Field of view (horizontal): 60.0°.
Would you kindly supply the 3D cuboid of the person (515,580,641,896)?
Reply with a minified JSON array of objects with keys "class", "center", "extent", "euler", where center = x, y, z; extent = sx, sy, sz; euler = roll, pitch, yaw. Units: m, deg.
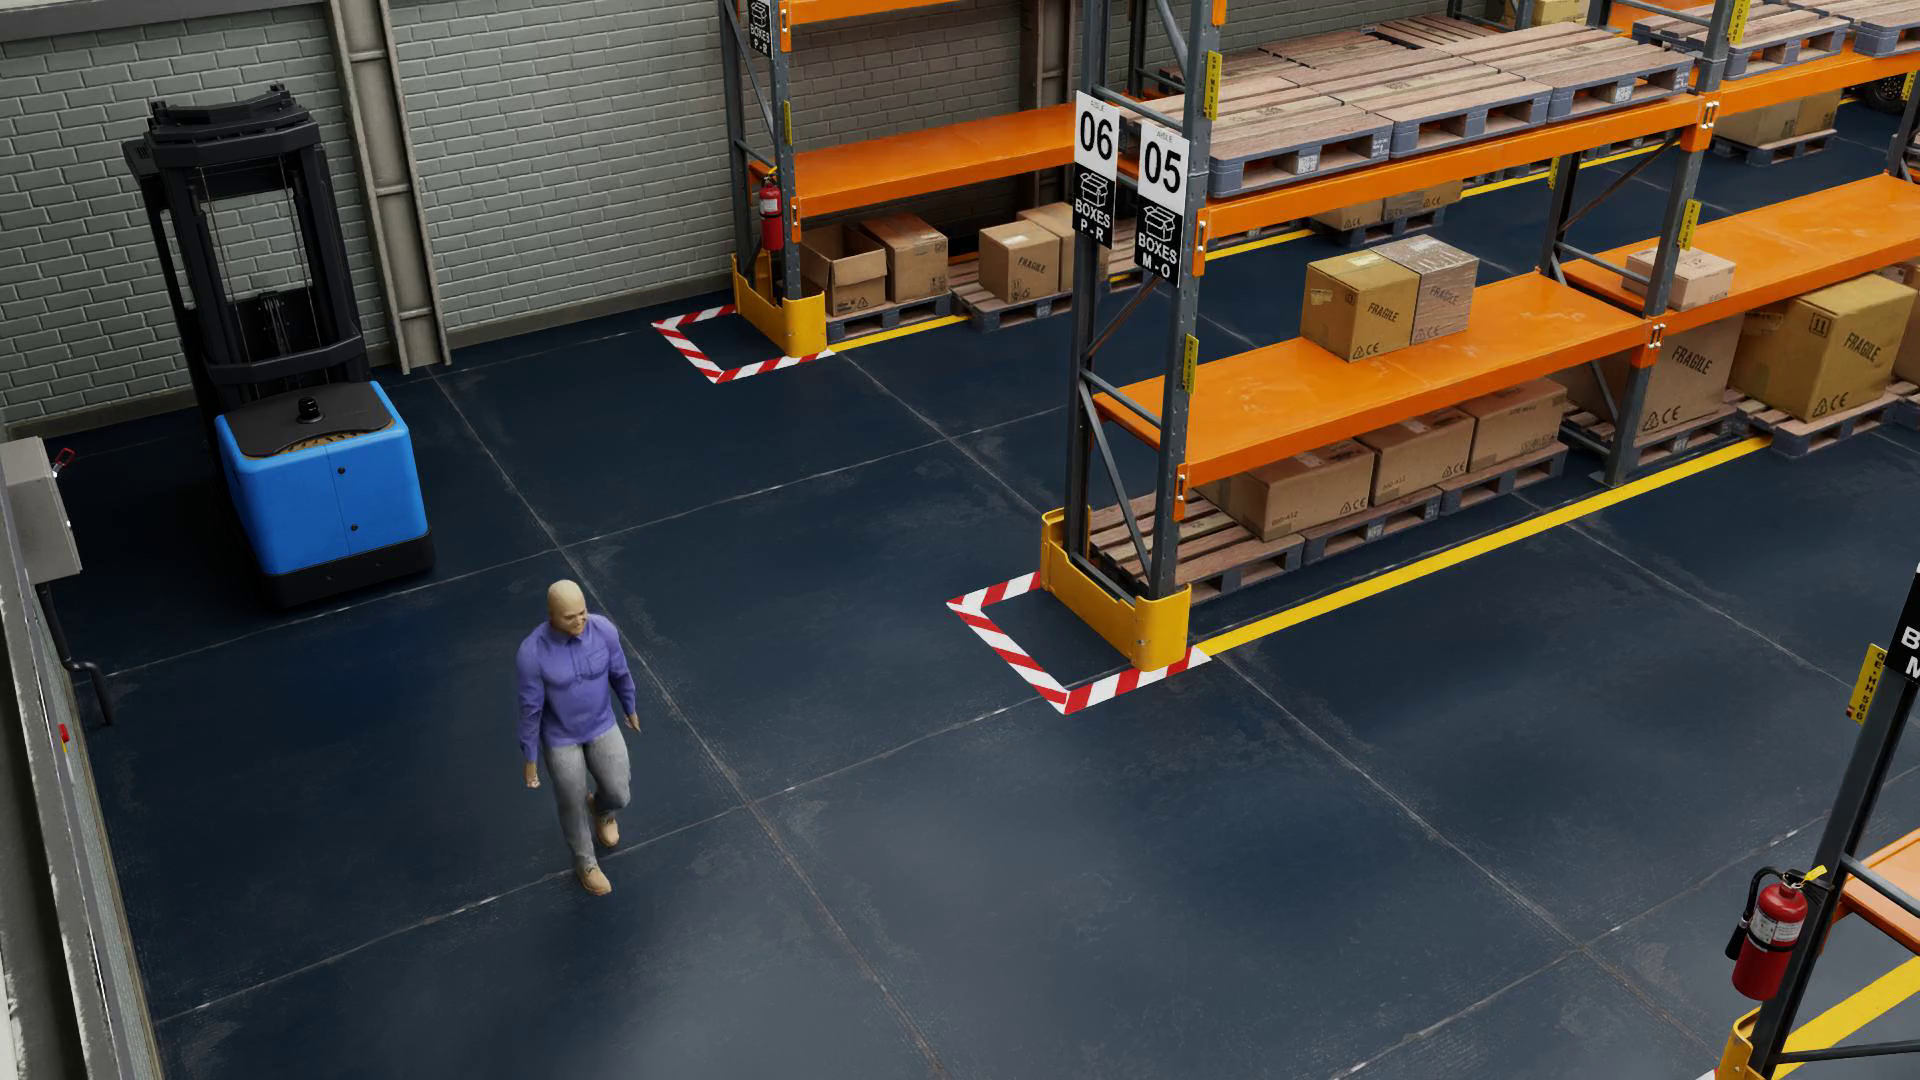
[{"class":"person","center":[-1.831,0.929,8.000],"extent":[0.625,1.782,0.456],"euler":[-17,35,-25]}]

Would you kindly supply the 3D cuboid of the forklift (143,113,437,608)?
[{"class":"forklift","center":[-4.289,-1.259,10.509],"extent":[1.129,2.768,1.873],"euler":[-17,36,-26]}]

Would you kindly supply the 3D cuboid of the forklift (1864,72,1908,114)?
[{"class":"forklift","center":[11.468,-5.645,18.244],"extent":[1.214,2.155,2.313],"euler":[-17,36,-26]}]
